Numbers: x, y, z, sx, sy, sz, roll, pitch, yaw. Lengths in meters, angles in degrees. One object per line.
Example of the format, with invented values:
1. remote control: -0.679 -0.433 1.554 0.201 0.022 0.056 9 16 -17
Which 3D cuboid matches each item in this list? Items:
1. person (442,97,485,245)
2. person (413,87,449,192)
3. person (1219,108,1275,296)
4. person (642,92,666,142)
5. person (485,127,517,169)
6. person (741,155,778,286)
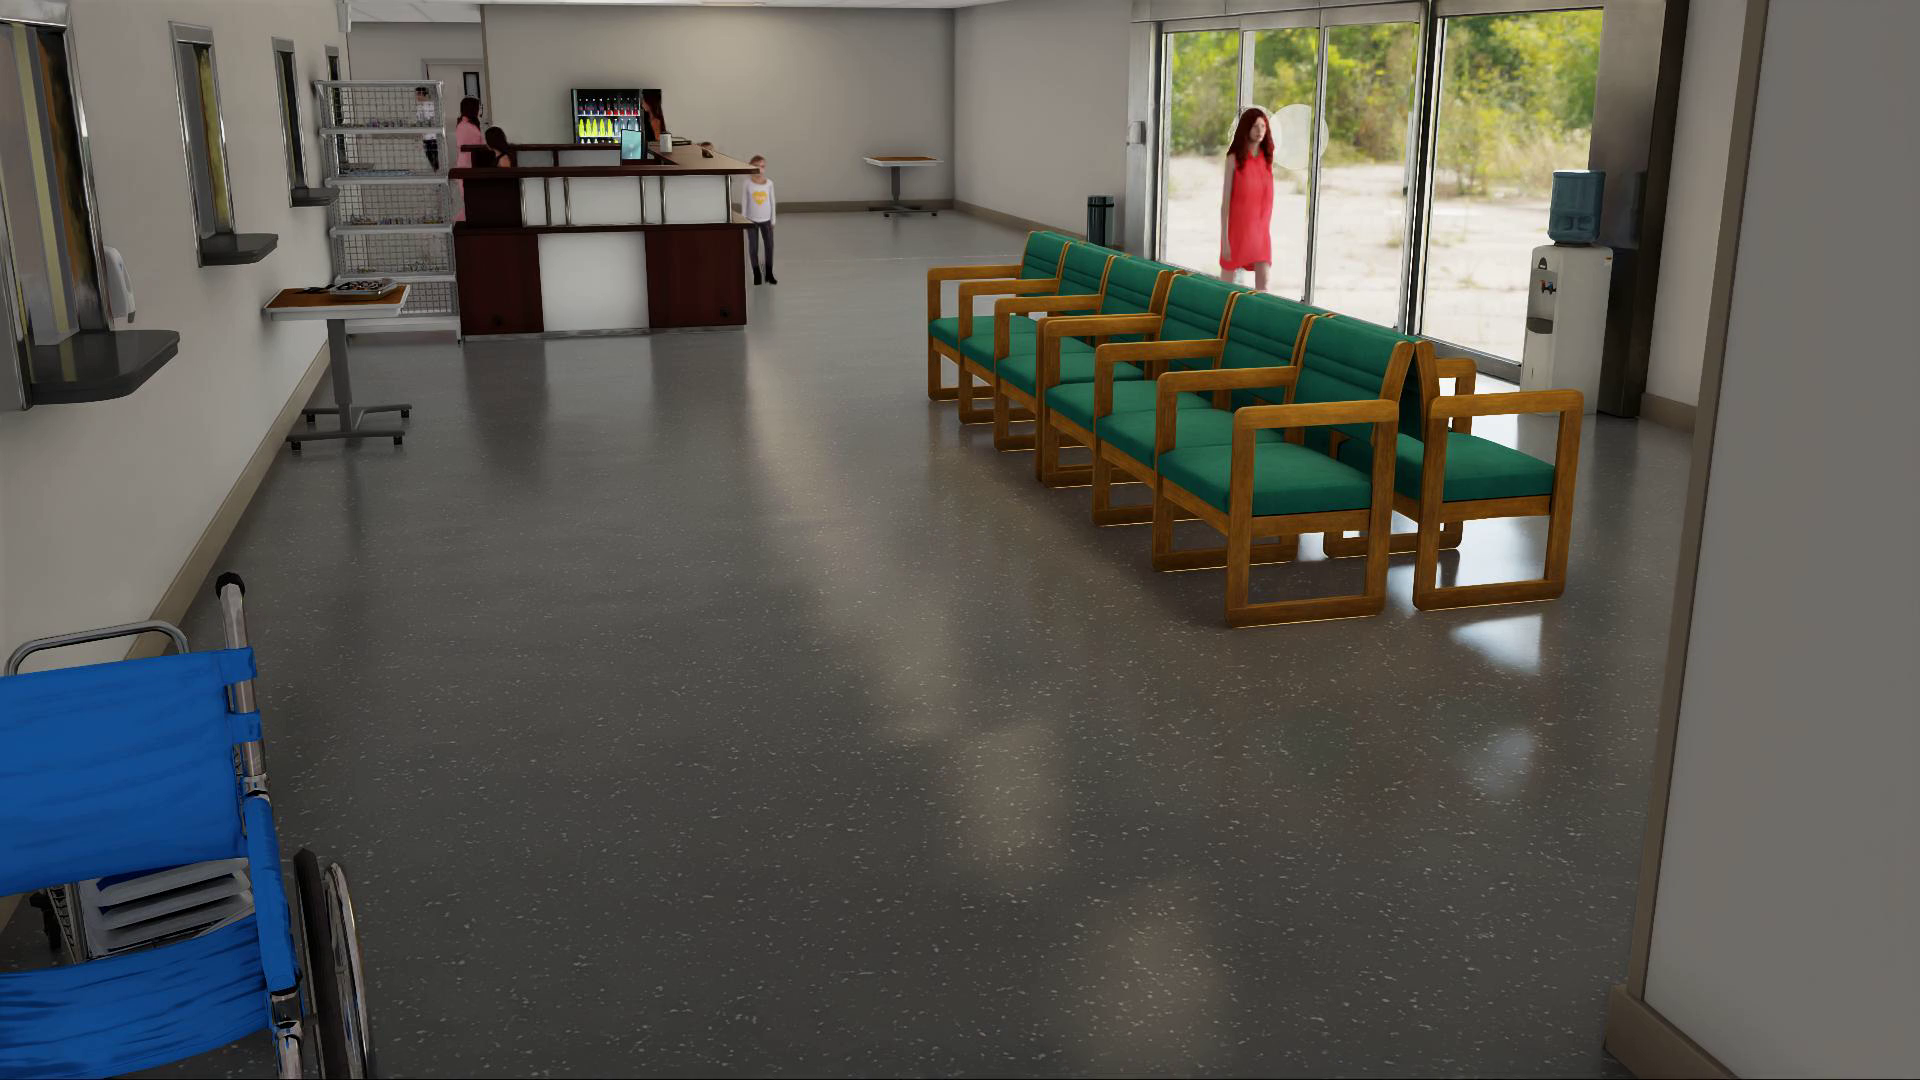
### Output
1. person: -5.565 -4.041 18.688 0.872 1.782 0.981 13 21 39
2. person: -9.283 -7.072 29.371 0.881 1.819 0.831 12 20 36
3. person: 1.999 -2.151 11.990 1.105 1.778 0.747 -6 17 -20
4. person: -3.624 -4.652 20.805 1.020 1.808 0.680 -1 16 -5
5. person: -4.514 -3.381 16.816 1.006 1.526 0.787 -10 19 -33
6. person: -2.023 -3.194 16.629 0.552 1.268 0.567 -3 16 -11
